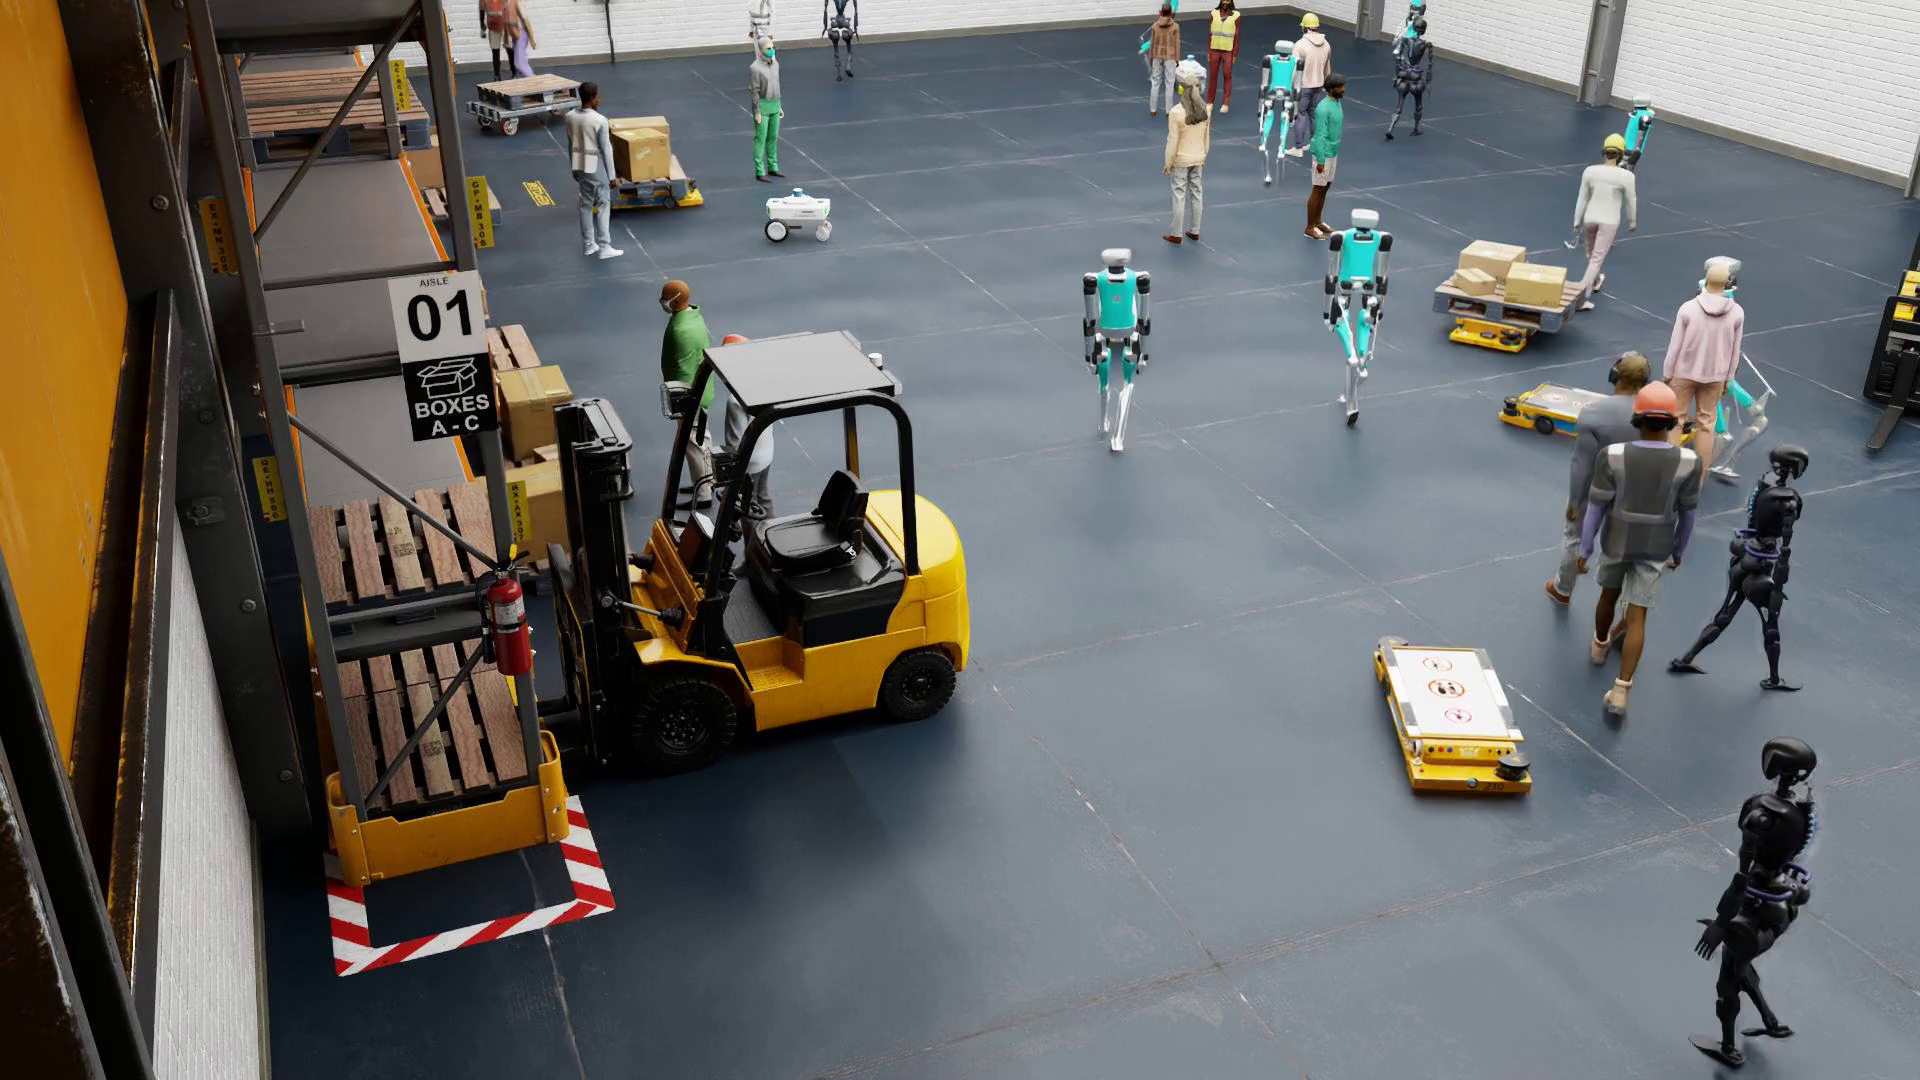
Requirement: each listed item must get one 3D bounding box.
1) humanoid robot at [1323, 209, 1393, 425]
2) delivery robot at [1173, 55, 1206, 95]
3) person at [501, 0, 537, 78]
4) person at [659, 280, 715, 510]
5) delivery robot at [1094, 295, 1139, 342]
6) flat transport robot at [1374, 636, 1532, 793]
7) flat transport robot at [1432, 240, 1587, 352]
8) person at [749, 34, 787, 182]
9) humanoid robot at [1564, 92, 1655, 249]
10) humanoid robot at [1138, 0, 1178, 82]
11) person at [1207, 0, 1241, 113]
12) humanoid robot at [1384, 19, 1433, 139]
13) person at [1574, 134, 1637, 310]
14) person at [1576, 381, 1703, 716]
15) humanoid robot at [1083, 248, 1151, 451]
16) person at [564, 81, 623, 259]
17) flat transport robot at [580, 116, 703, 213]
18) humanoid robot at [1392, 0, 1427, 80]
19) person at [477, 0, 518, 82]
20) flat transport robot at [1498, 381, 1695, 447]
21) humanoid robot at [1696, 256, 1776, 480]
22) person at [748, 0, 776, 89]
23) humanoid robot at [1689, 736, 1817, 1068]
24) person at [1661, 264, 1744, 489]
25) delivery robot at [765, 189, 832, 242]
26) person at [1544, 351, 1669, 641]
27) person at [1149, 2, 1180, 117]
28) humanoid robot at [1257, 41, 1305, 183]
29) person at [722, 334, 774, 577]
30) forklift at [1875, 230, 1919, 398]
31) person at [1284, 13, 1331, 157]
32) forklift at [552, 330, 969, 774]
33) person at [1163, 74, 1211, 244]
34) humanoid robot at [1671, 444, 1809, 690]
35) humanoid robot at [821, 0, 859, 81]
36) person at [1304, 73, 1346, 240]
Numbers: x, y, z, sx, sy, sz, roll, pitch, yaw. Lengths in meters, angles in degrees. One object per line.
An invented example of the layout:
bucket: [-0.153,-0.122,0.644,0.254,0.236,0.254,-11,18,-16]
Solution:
humanoid robot: [3.381,-1.816,14.020,0.531,1.780,0.989,0,27,0]
delivery robot: [3.624,-7.356,26.301,0.499,0.595,0.792,-5,27,-10]
person: [-6.788,-7.722,25.633,0.517,1.807,0.578,-17,32,-31]
person: [-2.033,-1.096,12.493,0.386,1.776,0.546,-1,27,-2]
delivery robot: [1.507,-2.129,15.924,0.499,0.614,0.815,1,27,3]
flat transport robot: [2.921,1.025,9.949,0.659,0.231,1.431,2,27,3]
flat transport robot: [5.361,-2.172,16.307,0.659,0.231,1.431,16,31,29]
person: [-2.454,-5.519,21.223,0.348,1.837,0.513,19,32,32]
humanoid robot: [7.123,-4.019,18.438,0.823,1.875,0.548,5,27,9]
humanoid robot: [3.143,-8.150,26.666,0.696,1.881,0.539,10,28,19]
person: [3.928,-7.288,24.827,0.473,1.766,0.389,11,29,20]
humanoid robot: [6.309,-6.446,23.313,0.609,1.650,0.763,24,35,39]
person: [6.508,-3.217,16.772,0.925,1.709,0.564,-23,35,-38]
person: [4.060,0.035,10.023,0.614,1.989,1.054,11,29,21]
humanoid robot: [1.257,-1.539,13.513,0.555,1.870,0.835,2,27,4]
person: [-4.032,-4.039,18.197,0.599,1.911,0.396,15,30,28]
flat transport robot: [-3.918,-4.233,20.407,1.431,0.231,0.659,-7,28,-14]
humanoid robot: [7.249,-8.337,26.961,0.816,1.799,0.580,-3,27,-5]
person: [-7.242,-8.079,26.200,0.681,1.947,0.506,-2,27,-4]
flat transport robot: [5.353,-1.012,14.000,1.431,0.231,0.659,20,33,34]
humanoid robot: [6.018,-1.219,12.897,0.834,1.864,0.538,23,35,38]
person: [-3.117,-8.006,26.115,0.356,1.884,0.573,-24,35,-39]
humanoid robot: [3.487,1.597,7.249,0.589,1.646,0.352,-21,34,-36]
person: [5.664,-1.239,12.765,0.536,1.781,0.400,4,27,8]
delivery robot: [-1.867,-3.720,19.085,0.813,0.609,0.499,1,27,1]
person: [4.229,-0.285,10.747,0.625,1.903,0.948,-3,27,-6]
person: [3.007,-7.075,24.528,0.462,1.648,0.327,9,28,17]
humanoid robot: [3.992,-5.293,20.957,0.540,1.846,0.770,6,27,13]
person: [-1.478,-0.587,11.519,0.351,1.738,0.572,7,28,14]
forklift: [9.029,-2.397,14.618,1.214,2.155,2.313,18,32,32]
person: [4.687,-6.124,22.407,0.796,1.856,0.451,-16,31,-29]
forklift: [-1.094,0.010,9.831,2.313,2.155,1.214,-10,28,-20]
person: [2.555,-4.271,18.697,0.552,1.877,0.402,-12,29,-23]
humanoid robot: [4.892,0.150,10.186,0.749,1.644,0.593,2,27,4]
humanoid robot: [-1.944,-8.287,26.904,0.615,1.652,0.342,-1,27,-1]
person: [4.152,-4.377,18.935,0.382,1.848,0.509,15,30,27]
